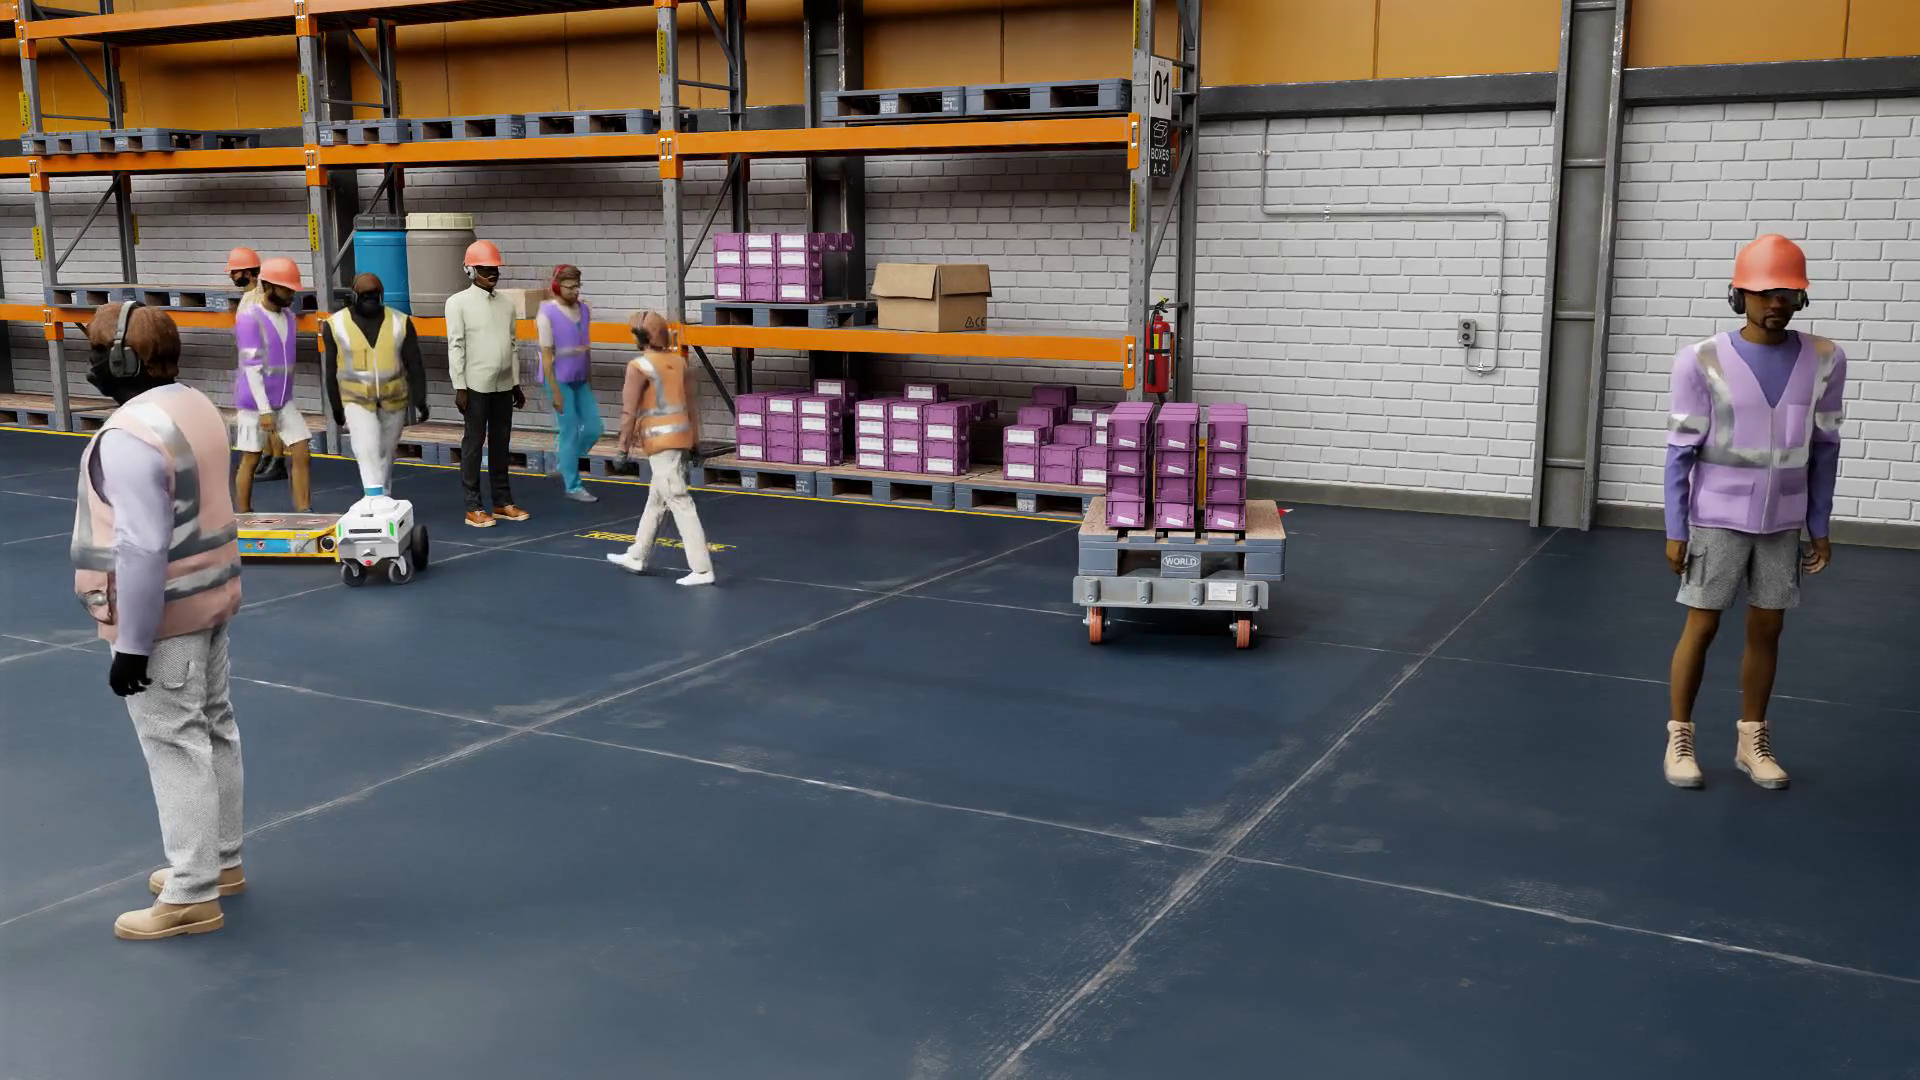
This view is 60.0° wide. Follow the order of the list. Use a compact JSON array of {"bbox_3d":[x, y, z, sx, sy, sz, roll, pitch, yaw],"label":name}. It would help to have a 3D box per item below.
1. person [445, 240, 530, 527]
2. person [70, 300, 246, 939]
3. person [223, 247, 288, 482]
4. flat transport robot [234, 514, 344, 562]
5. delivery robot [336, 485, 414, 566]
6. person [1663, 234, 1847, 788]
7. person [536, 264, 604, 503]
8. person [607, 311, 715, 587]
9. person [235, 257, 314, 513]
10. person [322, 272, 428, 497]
[{"bbox_3d":[-3.324,-1.098,11.715,0.381,1.994,0.615,6,12,30],"label":"person"},{"bbox_3d":[-2.330,0.232,4.846,0.430,1.845,0.620,-1,10,-5],"label":"person"},{"bbox_3d":[-5.857,-1.449,13.807,0.372,1.933,0.551,-8,13,-37],"label":"person"},{"bbox_3d":[-4.323,-0.026,10.567,1.431,0.197,0.652,1,10,3],"label":"flat transport robot"},{"bbox_3d":[-3.459,-0.083,9.847,0.477,0.478,0.707,-2,11,-9],"label":"delivery robot"},{"bbox_3d":[2.874,-0.079,6.044,0.612,2.034,0.429,1,10,3],"label":"person"},{"bbox_3d":[-2.958,-1.166,12.564,0.436,1.815,0.612,5,11,24],"label":"person"},{"bbox_3d":[-1.773,-0.529,9.692,0.834,1.591,0.519,4,11,23],"label":"person"},{"bbox_3d":[-4.521,-0.913,11.003,0.847,1.882,0.572,4,11,21],"label":"person"},{"bbox_3d":[-4.102,-0.978,11.658,0.631,1.796,0.990,-5,12,-27],"label":"person"}]
